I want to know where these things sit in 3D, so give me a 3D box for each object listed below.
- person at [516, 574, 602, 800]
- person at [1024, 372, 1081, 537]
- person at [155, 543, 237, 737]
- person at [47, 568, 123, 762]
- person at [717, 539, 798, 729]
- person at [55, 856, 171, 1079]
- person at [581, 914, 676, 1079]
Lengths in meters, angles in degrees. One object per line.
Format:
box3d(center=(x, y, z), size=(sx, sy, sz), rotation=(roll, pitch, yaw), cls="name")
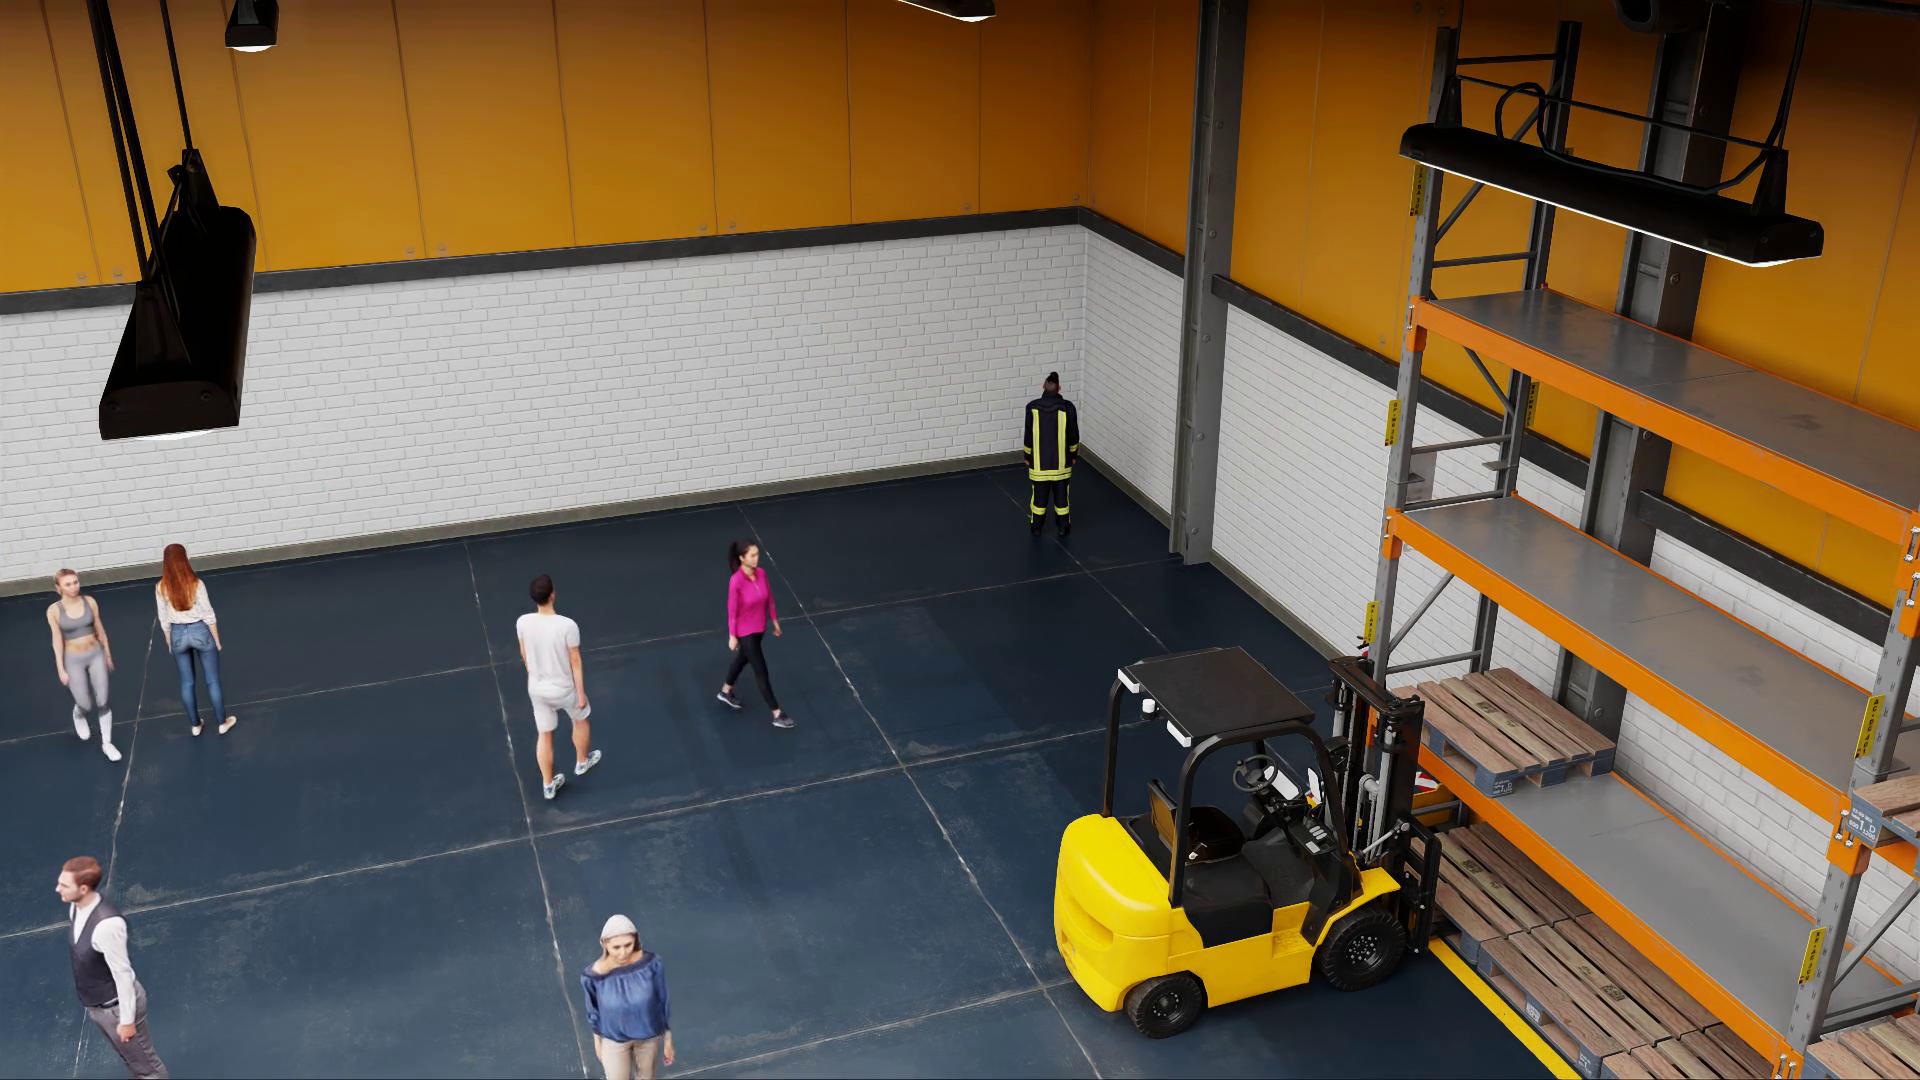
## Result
box3d(center=(-3.215, 1.184, 12.991), size=(0.978, 1.832, 1.071), rotation=(4, 24, 10), cls="person")
box3d(center=(0.964, -0.933, 17.796), size=(0.865, 1.861, 0.851), rotation=(1, 24, 3), cls="person")
box3d(center=(-6.436, 0.829, 13.933), size=(0.617, 1.728, 0.552), rotation=(-4, 24, -8), cls="person")
box3d(center=(-7.194, 0.993, 13.601), size=(0.932, 1.692, 0.791), rotation=(20, 31, 38), cls="person")
box3d(center=(-1.851, 0.769, 14.162), size=(1.198, 1.654, 1.038), rotation=(15, 28, 30), cls="person")
box3d(center=(-4.846, 2.631, 9.547), size=(0.663, 1.938, 0.801), rotation=(20, 31, 39), cls="person")
box3d(center=(-1.888, 2.798, 9.483), size=(0.614, 1.683, 0.592), rotation=(-9, 25, -20), cls="person")
